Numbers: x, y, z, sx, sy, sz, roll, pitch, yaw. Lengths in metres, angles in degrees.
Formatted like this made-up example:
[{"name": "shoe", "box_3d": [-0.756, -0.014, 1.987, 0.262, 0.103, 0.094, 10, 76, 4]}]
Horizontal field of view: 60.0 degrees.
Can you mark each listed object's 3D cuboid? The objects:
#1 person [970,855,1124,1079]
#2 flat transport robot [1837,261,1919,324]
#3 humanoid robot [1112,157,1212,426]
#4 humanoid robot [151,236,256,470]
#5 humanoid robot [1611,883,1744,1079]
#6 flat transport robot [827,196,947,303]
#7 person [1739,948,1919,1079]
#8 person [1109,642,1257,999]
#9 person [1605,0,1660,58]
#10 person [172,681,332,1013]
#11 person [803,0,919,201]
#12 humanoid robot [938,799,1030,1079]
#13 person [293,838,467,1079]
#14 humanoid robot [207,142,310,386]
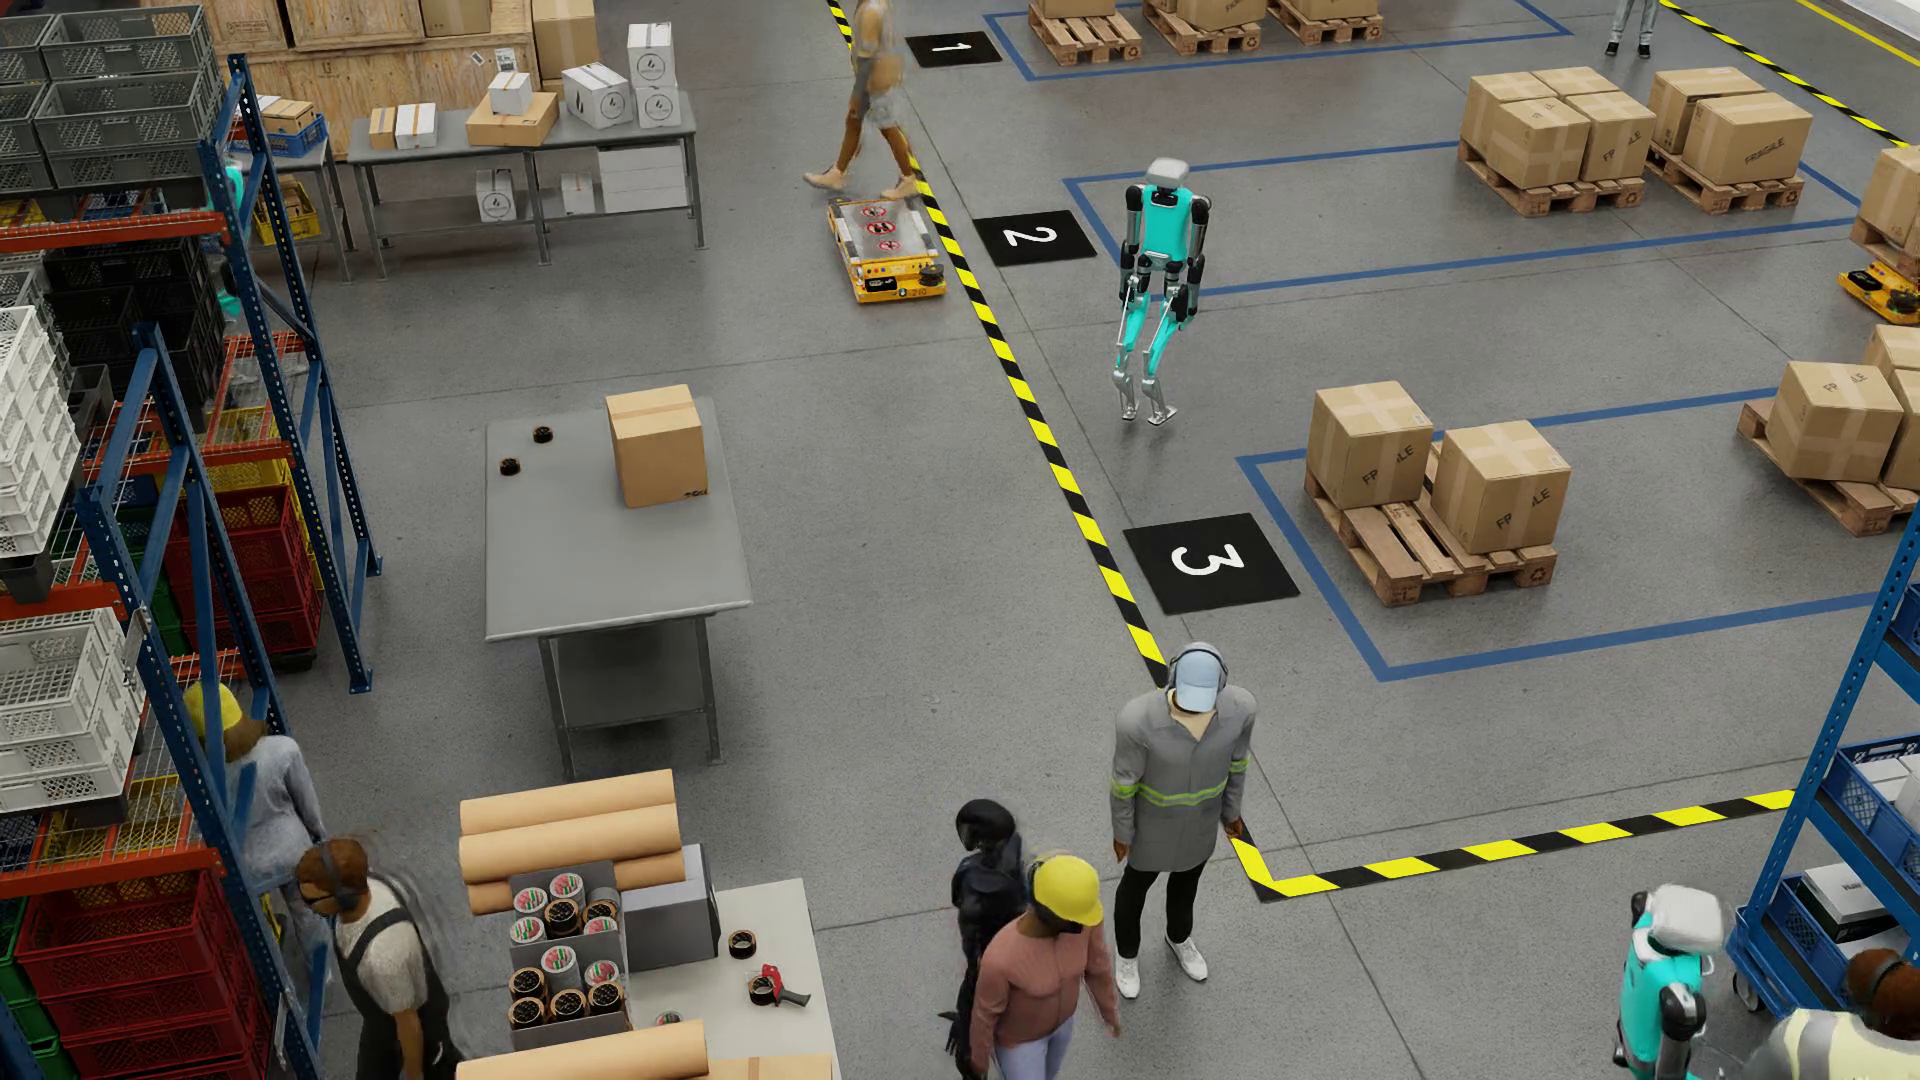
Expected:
[{"name": "person", "box_3d": [0.287, 1.748, 5.976, 0.545, 1.731, 0.496, -27, 44, -31]}, {"name": "flat transport robot", "box_3d": [7.209, -1.872, 12.046, 1.431, 0.197, 0.652, -8, 37, -10]}, {"name": "humanoid robot", "box_3d": [1.140, -1.432, 10.132, 0.533, 1.681, 0.735, 17, 40, 22]}, {"name": "humanoid robot", "box_3d": [-4.547, -1.094, 9.852, 0.609, 1.634, 0.616, 22, 42, 26]}, {"name": "humanoid robot", "box_3d": [2.692, 1.896, 5.806, 0.995, 1.765, 0.532, 3, 37, 3]}, {"name": "flat transport robot", "box_3d": [-0.570, -2.220, 12.538, 0.659, 0.231, 1.431, -8, 37, -10]}, {"name": "person", "box_3d": [2.967, 1.965, 5.629, 0.693, 1.795, 0.720, 13, 39, 17]}, {"name": "person", "box_3d": [0.882, 1.126, 6.716, 0.587, 1.849, 0.396, -9, 37, -11]}, {"name": "person", "box_3d": [6.467, -5.439, 15.549, 0.594, 1.837, 0.404, 9, 38, 12]}, {"name": "person", "box_3d": [-2.804, 1.221, 6.680, 0.503, 1.738, 0.404, -23, 42, -27]}, {"name": "person", "box_3d": [-0.778, -3.574, 12.915, 0.952, 1.997, 0.623, -5, 37, -6]}, {"name": "humanoid robot", "box_3d": [0.160, 1.612, 6.213, 0.394, 1.643, 0.612, 12, 38, 15]}, {"name": "person", "box_3d": [-1.959, 1.708, 5.976, 0.908, 1.801, 0.564, -23, 42, -28]}, {"name": "humanoid robot", "box_3d": [-4.738, -1.684, 10.599, 0.865, 1.782, 0.544, -12, 38, -16]}]
